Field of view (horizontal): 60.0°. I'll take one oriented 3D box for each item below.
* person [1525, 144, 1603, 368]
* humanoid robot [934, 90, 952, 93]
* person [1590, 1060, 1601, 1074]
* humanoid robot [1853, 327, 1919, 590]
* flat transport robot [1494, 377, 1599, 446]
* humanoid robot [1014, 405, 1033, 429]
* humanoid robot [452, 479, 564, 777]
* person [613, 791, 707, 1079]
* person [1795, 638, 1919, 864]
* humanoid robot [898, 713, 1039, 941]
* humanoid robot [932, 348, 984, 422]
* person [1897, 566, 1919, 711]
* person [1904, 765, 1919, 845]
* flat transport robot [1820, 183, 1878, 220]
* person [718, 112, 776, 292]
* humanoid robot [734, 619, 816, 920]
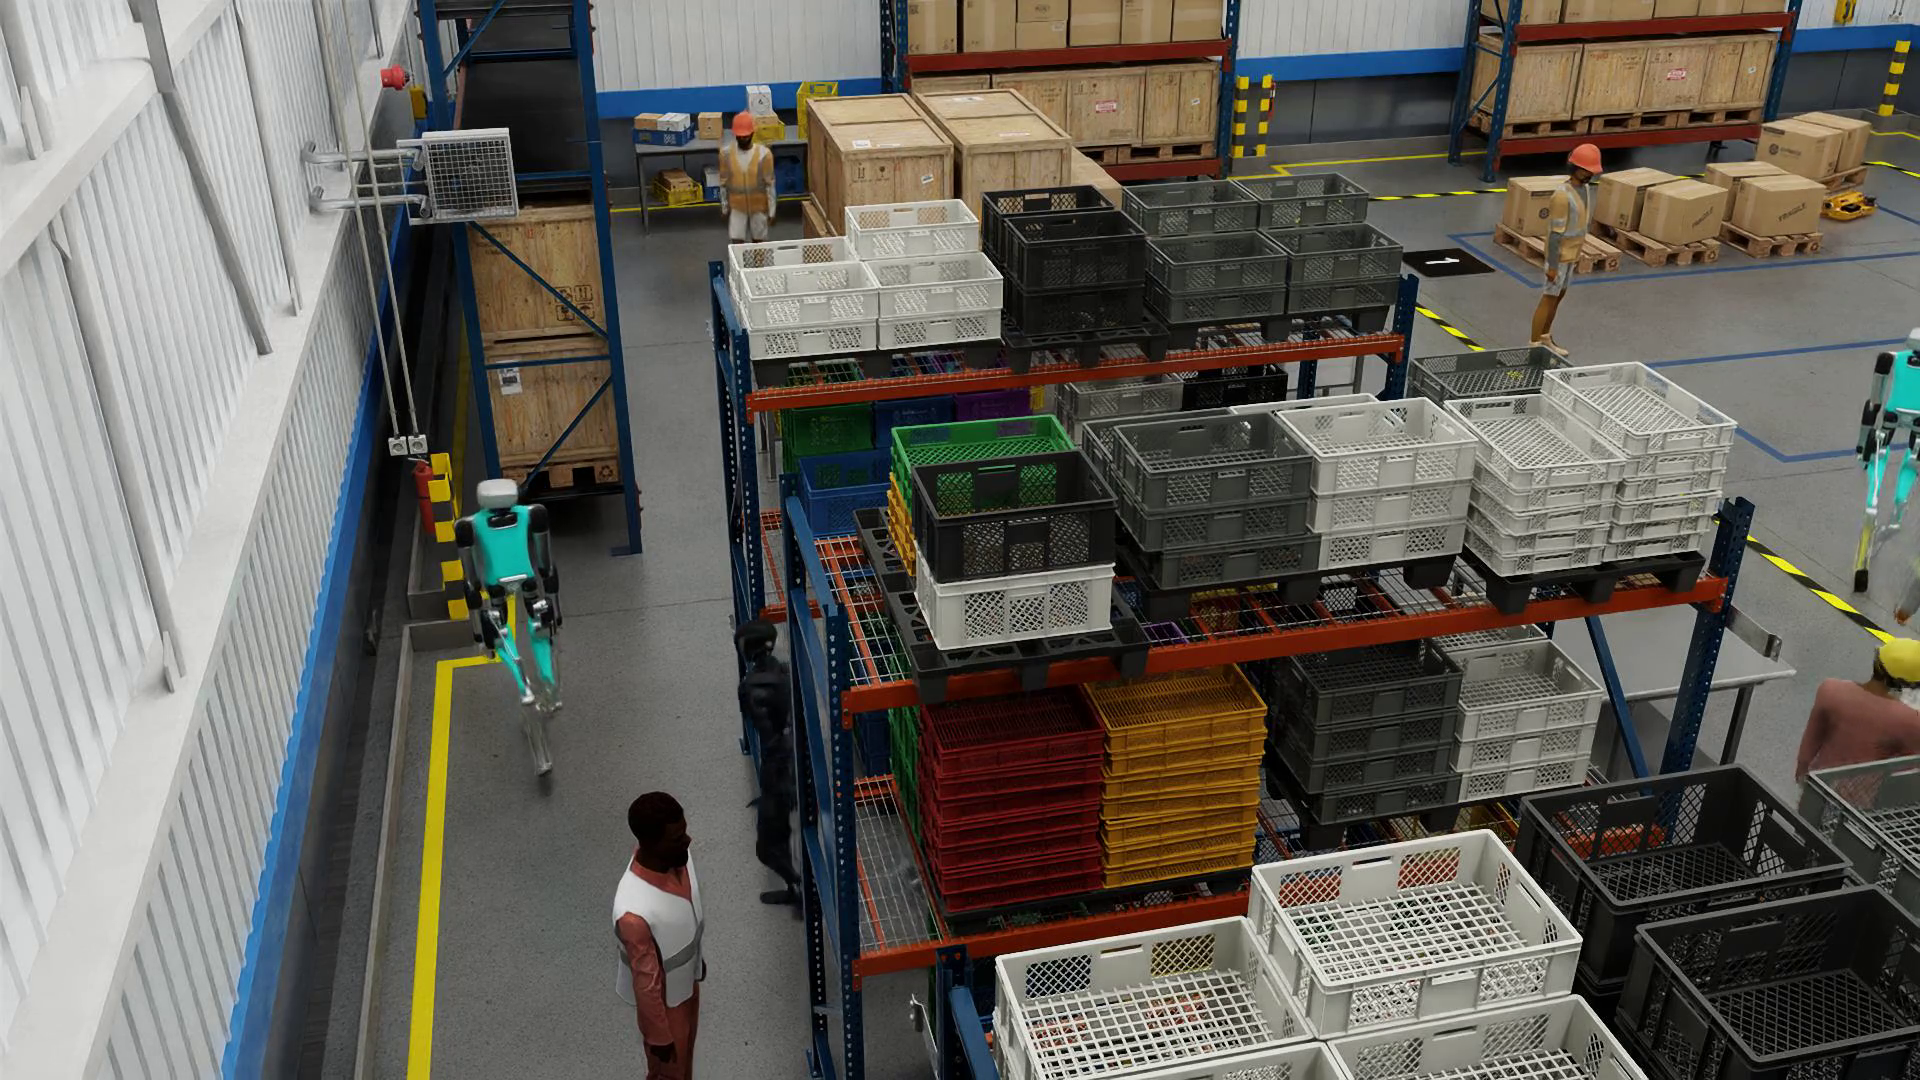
[{"bbox_3d":[5.483,-2.572,15.033,0.391,2.033,0.613,19,33,32],"label":"person"},{"bbox_3d":[-0.506,-3.954,18.016,0.984,1.770,0.539,-6,28,-10],"label":"humanoid robot"},{"bbox_3d":[2.254,2.124,6.459,0.687,1.713,0.494,-8,29,-14],"label":"person"},{"bbox_3d":[6.450,-0.506,11.457,0.545,1.773,0.933,13,31,23],"label":"humanoid robot"},{"bbox_3d":[4.780,-1.036,14.013,0.659,0.231,1.431,-6,28,-12],"label":"flat transport robot"},{"bbox_3d":[0.349,-0.154,10.887,0.794,1.628,0.583,-13,30,-23],"label":"humanoid robot"},{"bbox_3d":[-2.454,0.599,9.423,0.532,1.777,1.064,-12,30,-22],"label":"humanoid robot"},{"bbox_3d":[-1.192,1.829,6.808,0.392,1.919,0.592,2,28,4],"label":"person"},{"bbox_3d":[4.346,1.229,8.161,0.785,1.721,0.552,-24,36,-38],"label":"person"},{"bbox_3d":[0.074,1.317,7.984,1.017,1.745,0.562,-16,32,-28],"label":"humanoid robot"},{"bbox_3d":[-0.240,-0.602,11.729,0.785,1.886,0.546,-10,29,-19],"label":"humanoid robot"},{"bbox_3d":[5.831,0.392,9.664,0.628,1.792,0.987,1,28,2],"label":"person"},{"bbox_3d":[4.630,1.392,7.716,0.332,1.843,0.517,-21,34,-34],"label":"person"},{"bbox_3d":[10.103,-4.136,19.864,0.652,0.197,1.431,-18,33,-31],"label":"flat transport robot"},{"bbox_3d":[-2.100,-3.254,16.449,0.575,1.914,0.693,-1,28,-1],"label":"person"},{"bbox_3d":[-0.905,1.151,8.362,0.399,1.632,0.622,1,28,1],"label":"humanoid robot"}]
